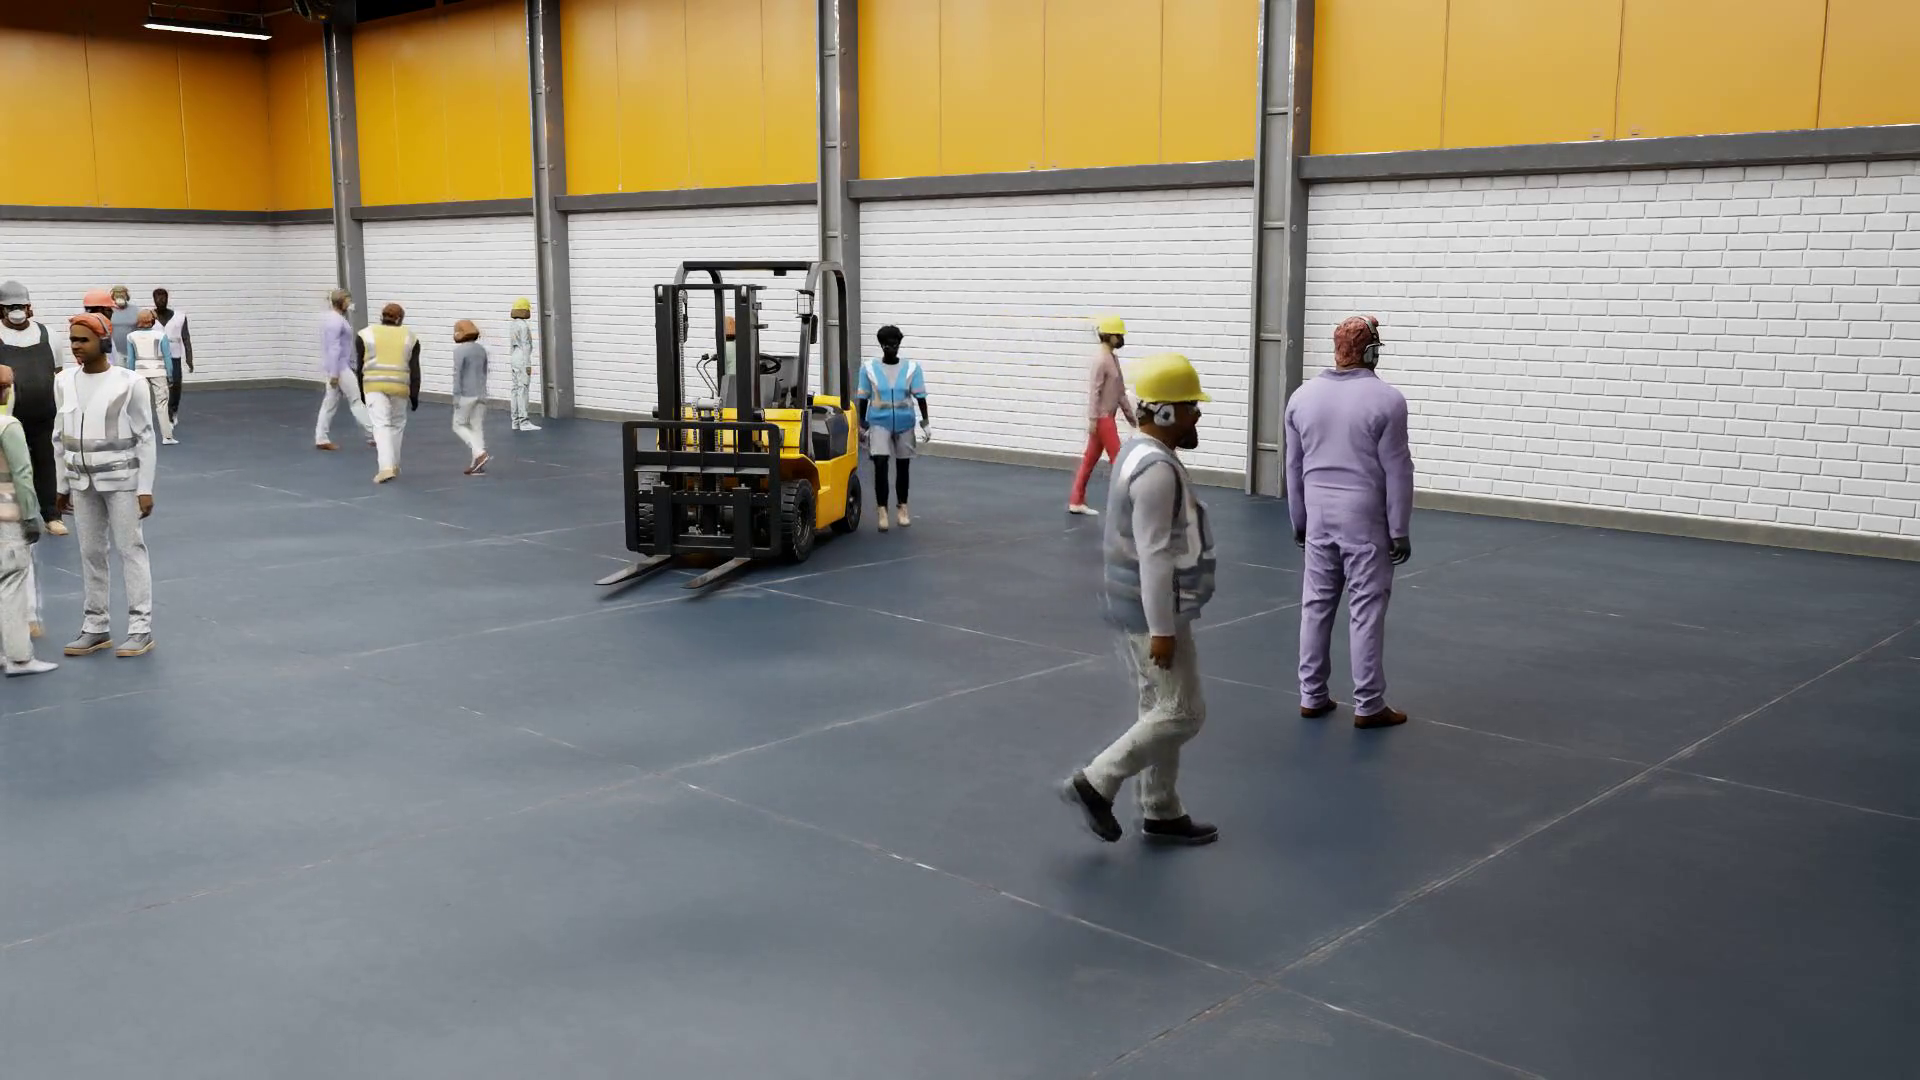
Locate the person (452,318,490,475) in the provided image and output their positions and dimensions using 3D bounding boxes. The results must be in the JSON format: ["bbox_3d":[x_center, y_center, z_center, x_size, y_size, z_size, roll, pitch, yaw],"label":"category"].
[{"bbox_3d":[-5.008,-1.459,17.062,0.396,1.612,0.533,4,10,24],"label":"person"}]

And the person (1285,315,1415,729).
[{"bbox_3d":[1.827,-0.085,7.740,0.639,1.910,0.407,9,13,44],"label":"person"}]

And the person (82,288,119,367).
[{"bbox_3d":[-8.087,-1.403,15.725,0.353,1.941,0.543,-8,12,-42],"label":"person"}]

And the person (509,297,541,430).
[{"bbox_3d":[-5.769,-2.323,21.960,0.312,1.744,0.487,-7,11,-35],"label":"person"}]

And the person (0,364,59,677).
[{"bbox_3d":[-5.017,-0.103,8.673,0.522,1.638,0.310,4,10,24],"label":"person"}]

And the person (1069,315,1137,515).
[{"bbox_3d":[1.330,-1.042,14.177,0.888,1.724,0.537,3,10,16],"label":"person"}]

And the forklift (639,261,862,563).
[{"bbox_3d":[-1.552,-1.040,12.721,1.214,2.155,2.313,2,9,11],"label":"forklift"}]

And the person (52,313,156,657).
[{"bbox_3d":[-4.686,-0.295,9.107,0.573,1.883,0.357,2,9,9],"label":"person"}]

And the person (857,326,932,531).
[{"bbox_3d":[-0.533,-0.902,13.482,0.574,1.656,0.735,-1,9,-8],"label":"person"}]

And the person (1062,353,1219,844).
[{"bbox_3d":[0.688,0.238,6.015,0.488,1.821,0.611,0,9,2],"label":"person"}]

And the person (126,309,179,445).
[{"bbox_3d":[-9.713,-1.948,19.979,0.513,1.642,0.313,0,9,-2],"label":"person"}]

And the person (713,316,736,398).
[{"bbox_3d":[-2.374,-1.494,17.215,0.280,1.632,0.501,6,11,31],"label":"person"}]

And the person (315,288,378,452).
[{"bbox_3d":[-7.049,-1.957,19.272,0.991,1.892,0.636,-4,10,-21],"label":"person"}]

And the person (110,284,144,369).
[{"bbox_3d":[-11.363,-2.512,22.625,0.637,1.913,0.504,-5,11,-30],"label":"person"}]

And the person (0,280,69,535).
[{"bbox_3d":[-7.354,-1.022,13.081,0.685,2.000,0.535,-9,13,-43],"label":"person"}]

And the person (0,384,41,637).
[{"bbox_3d":[-5.737,-0.327,9.548,0.907,1.793,0.647,3,10,20],"label":"person"}]

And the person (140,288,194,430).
[{"bbox_3d":[-10.579,-2.421,22.181,0.614,1.886,0.878,-5,10,-28],"label":"person"}]

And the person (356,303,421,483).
[{"bbox_3d":[-5.725,-1.481,16.726,0.612,1.779,0.959,-4,10,-26],"label":"person"}]
